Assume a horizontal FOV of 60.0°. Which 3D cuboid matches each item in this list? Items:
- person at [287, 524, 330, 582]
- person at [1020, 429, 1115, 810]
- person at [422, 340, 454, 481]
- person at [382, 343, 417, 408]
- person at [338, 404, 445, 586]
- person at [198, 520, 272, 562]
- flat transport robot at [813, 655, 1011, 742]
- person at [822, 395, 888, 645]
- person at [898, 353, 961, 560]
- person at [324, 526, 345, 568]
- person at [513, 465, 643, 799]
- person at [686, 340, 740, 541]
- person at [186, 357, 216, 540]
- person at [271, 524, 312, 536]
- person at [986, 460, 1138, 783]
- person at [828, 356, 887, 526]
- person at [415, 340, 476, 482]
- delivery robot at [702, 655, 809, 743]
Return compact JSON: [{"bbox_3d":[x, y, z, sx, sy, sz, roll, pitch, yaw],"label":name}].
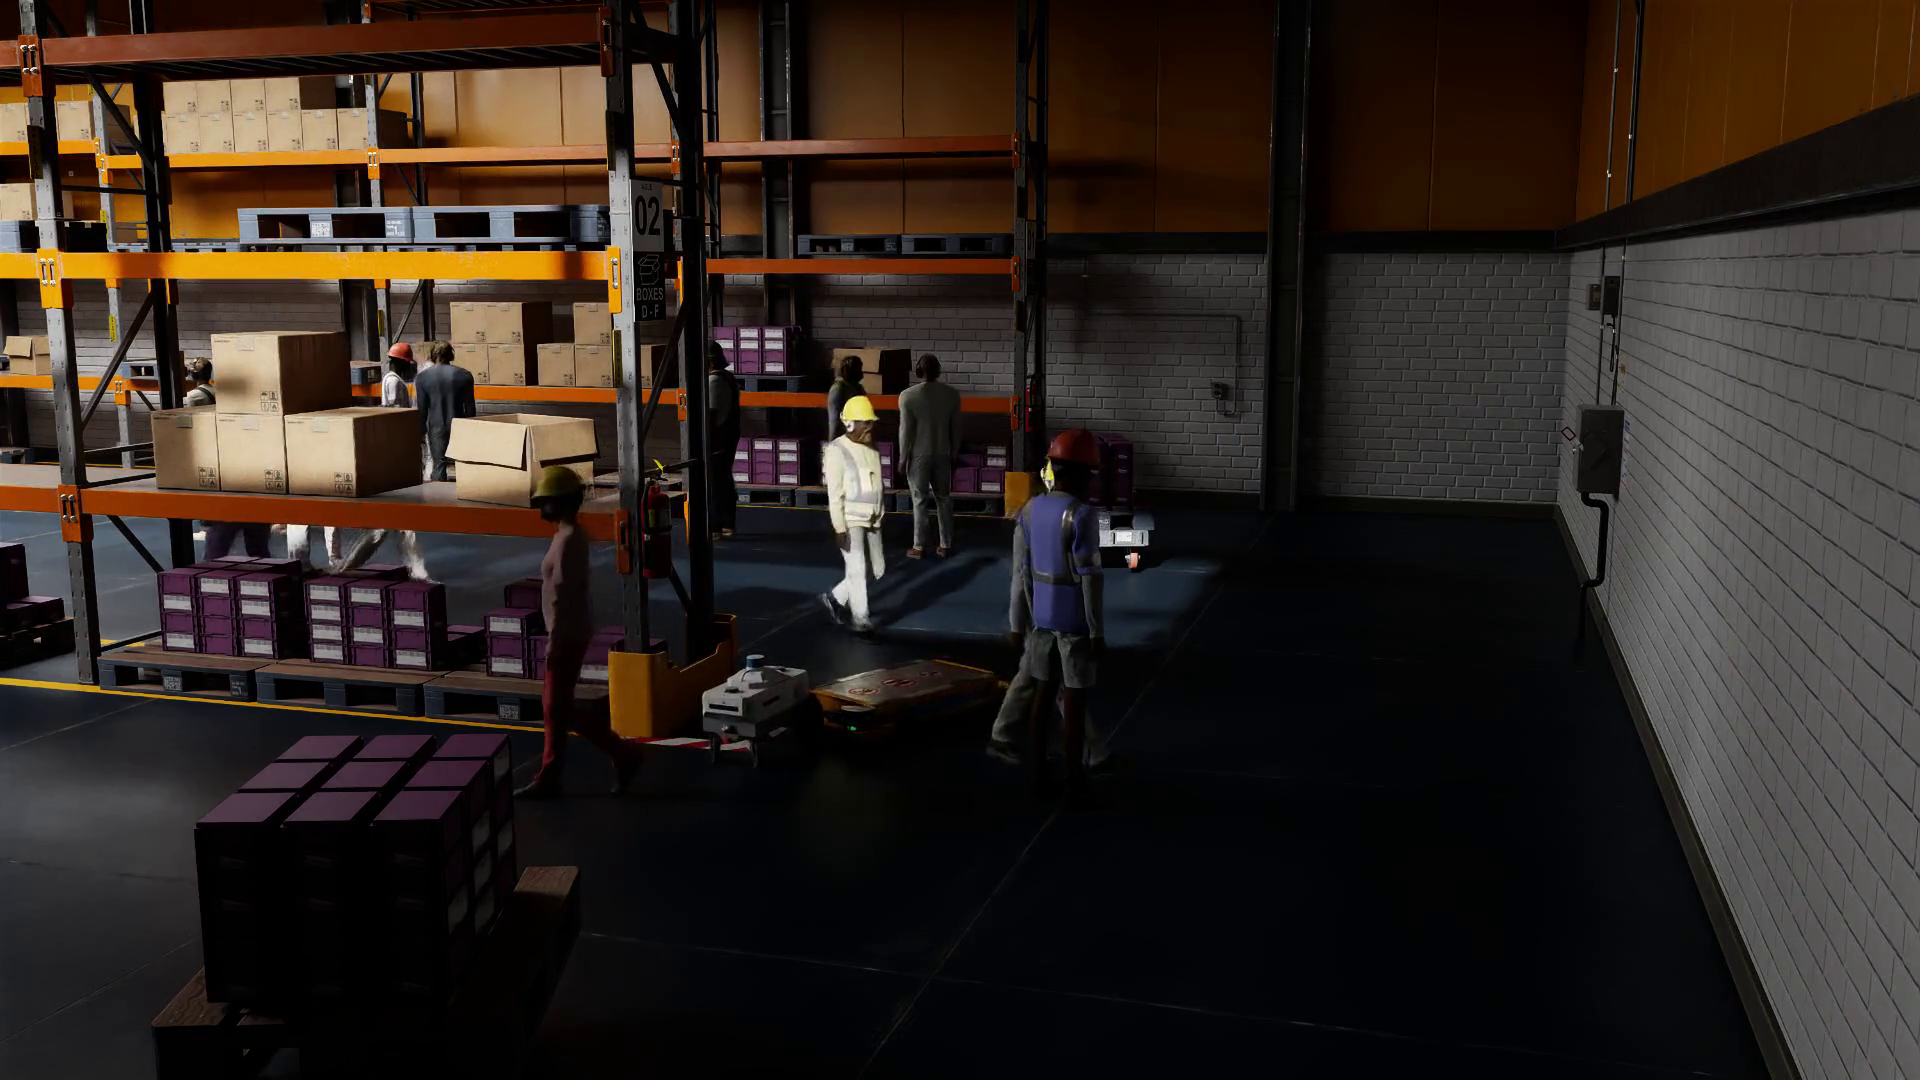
[{"bbox_3d":[-5.760,-0.575,14.540,0.339,1.883,0.584,-5,11,-30],"label":"person"},{"bbox_3d":[0.553,0.401,8.463,0.373,1.928,0.543,-7,12,-37],"label":"person"},{"bbox_3d":[-5.981,-1.331,19.060,0.438,1.914,0.653,-4,10,-24],"label":"person"},{"bbox_3d":[-6.083,-1.184,18.124,0.380,1.925,0.551,-4,10,-22],"label":"person"},{"bbox_3d":[-4.875,-0.358,14.075,0.840,1.606,0.512,-3,10,-20],"label":"person"},{"bbox_3d":[-5.570,-0.279,12.845,0.724,1.855,0.401,-8,12,-41],"label":"person"},{"bbox_3d":[-0.324,0.948,10.168,0.652,0.197,1.431,9,13,43],"label":"flat transport robot"},{"bbox_3d":[-0.776,-0.154,12.180,0.632,1.816,0.615,6,11,34],"label":"person"},{"bbox_3d":[-0.288,-0.782,15.642,0.635,1.936,0.354,-4,10,-25],"label":"person"},{"bbox_3d":[-5.845,-0.715,15.083,0.611,1.987,0.392,-5,11,-28],"label":"person"},{"bbox_3d":[-1.989,0.487,8.471,0.654,1.744,0.549,-2,9,-10],"label":"person"},{"bbox_3d":[-2.494,-1.022,16.796,0.535,2.000,0.690,2,10,13],"label":"person"},{"bbox_3d":[-7.578,-0.917,16.747,0.346,1.846,0.507,3,10,15],"label":"person"},{"bbox_3d":[-6.943,-0.958,17.091,0.463,1.824,0.798,-3,10,-19],"label":"person"},{"bbox_3d":[0.532,0.397,8.969,0.972,1.766,0.600,5,11,29],"label":"person"},{"bbox_3d":[-1.036,-1.024,17.517,0.816,1.815,0.630,3,10,17],"label":"person"},{"bbox_3d":[-5.662,-1.228,18.357,0.628,1.940,0.377,-3,10,-18],"label":"person"},{"bbox_3d":[-1.148,0.891,9.367,0.477,0.478,0.707,4,10,23],"label":"delivery robot"}]
